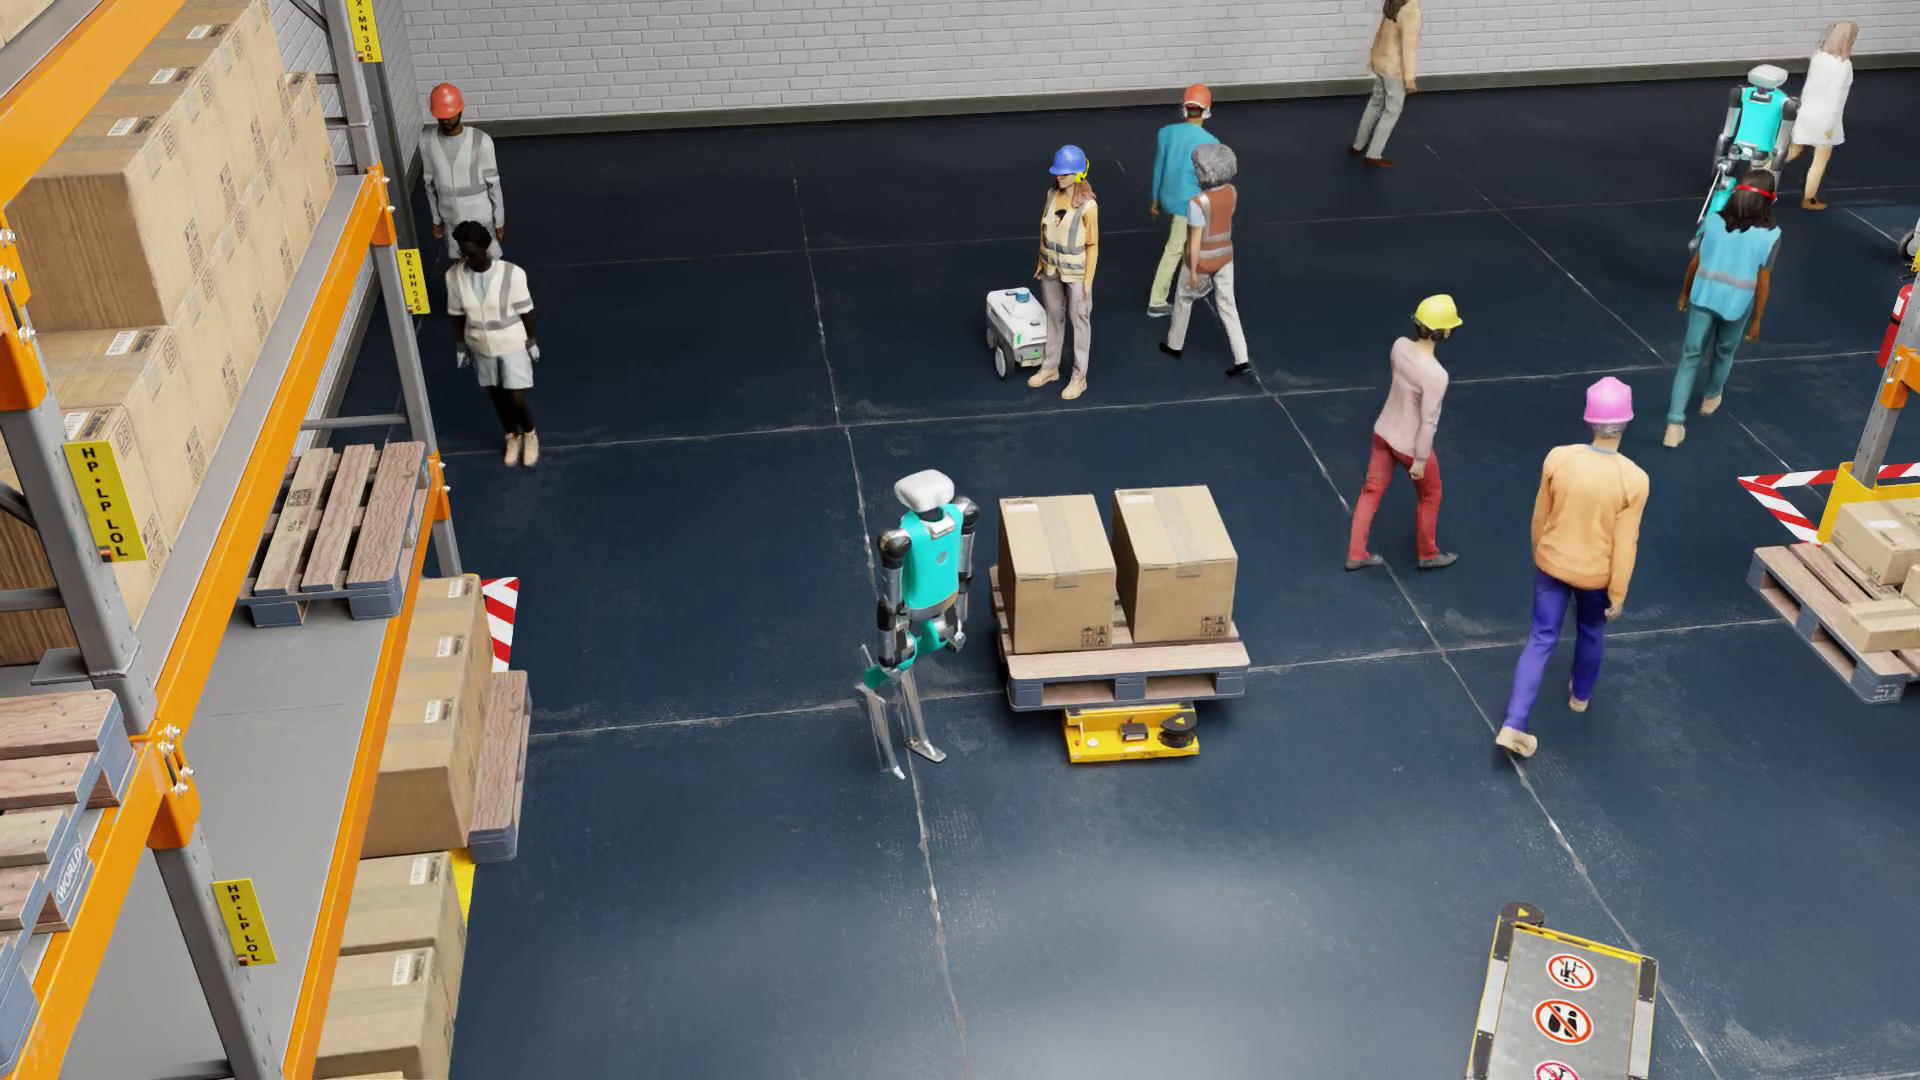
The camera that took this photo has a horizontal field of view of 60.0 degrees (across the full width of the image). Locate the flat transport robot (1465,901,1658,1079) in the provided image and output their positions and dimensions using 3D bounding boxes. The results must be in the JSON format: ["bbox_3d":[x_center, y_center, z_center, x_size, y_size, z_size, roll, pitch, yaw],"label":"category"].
[{"bbox_3d":[2.402,2.070,6.680,0.659,0.231,1.431,13,35,19],"label":"flat transport robot"}]

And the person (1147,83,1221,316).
[{"bbox_3d":[1.738,-2.537,12.420,0.830,1.697,0.568,-21,38,-29],"label":"person"}]

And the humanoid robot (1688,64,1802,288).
[{"bbox_3d":[5.792,-2.644,12.520,0.676,1.758,0.545,-25,41,-33],"label":"humanoid robot"}]

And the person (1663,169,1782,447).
[{"bbox_3d":[4.938,-1.527,10.780,0.546,1.816,0.969,20,38,27],"label":"person"}]

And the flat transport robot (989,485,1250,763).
[{"bbox_3d":[0.804,0.649,8.859,0.659,0.231,1.431,-3,33,-5],"label":"flat transport robot"}]

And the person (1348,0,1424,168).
[{"bbox_3d":[3.884,-4.273,14.962,0.442,1.843,0.673,-5,33,-8],"label":"person"}]

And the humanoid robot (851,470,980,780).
[{"bbox_3d":[-0.286,0.385,7.914,0.530,1.774,0.700,-25,41,-33],"label":"humanoid robot"}]

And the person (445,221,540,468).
[{"bbox_3d":[-2.912,-1.198,10.393,0.546,1.676,0.420,4,33,6],"label":"person"}]

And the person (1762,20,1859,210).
[{"bbox_3d":[7.200,-3.579,14.081,0.684,1.639,0.507,-7,34,-10],"label":"person"}]

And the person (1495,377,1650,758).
[{"bbox_3d":[2.983,0.153,8.101,0.527,1.942,0.945,19,38,26],"label":"person"}]

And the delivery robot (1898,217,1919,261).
[{"bbox_3d":[8.006,-2.418,13.270,0.739,0.566,0.499,-5,33,-7],"label":"delivery robot"}]

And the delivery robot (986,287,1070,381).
[{"bbox_3d":[0.447,-1.513,11.903,0.499,0.587,0.789,-10,34,-15],"label":"delivery robot"}]

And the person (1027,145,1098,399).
[{"bbox_3d":[0.715,-1.806,11.238,0.469,1.778,0.310,26,41,34],"label":"person"}]

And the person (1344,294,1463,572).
[{"bbox_3d":[2.606,-0.589,9.403,0.766,1.739,0.531,-13,35,-19],"label":"person"}]

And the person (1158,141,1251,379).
[{"bbox_3d":[1.763,-1.934,11.540,0.422,1.656,0.803,-17,37,-25],"label":"person"}]

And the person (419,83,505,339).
[{"bbox_3d":[-3.534,-2.323,11.901,0.547,1.929,0.384,3,33,5],"label":"person"}]
